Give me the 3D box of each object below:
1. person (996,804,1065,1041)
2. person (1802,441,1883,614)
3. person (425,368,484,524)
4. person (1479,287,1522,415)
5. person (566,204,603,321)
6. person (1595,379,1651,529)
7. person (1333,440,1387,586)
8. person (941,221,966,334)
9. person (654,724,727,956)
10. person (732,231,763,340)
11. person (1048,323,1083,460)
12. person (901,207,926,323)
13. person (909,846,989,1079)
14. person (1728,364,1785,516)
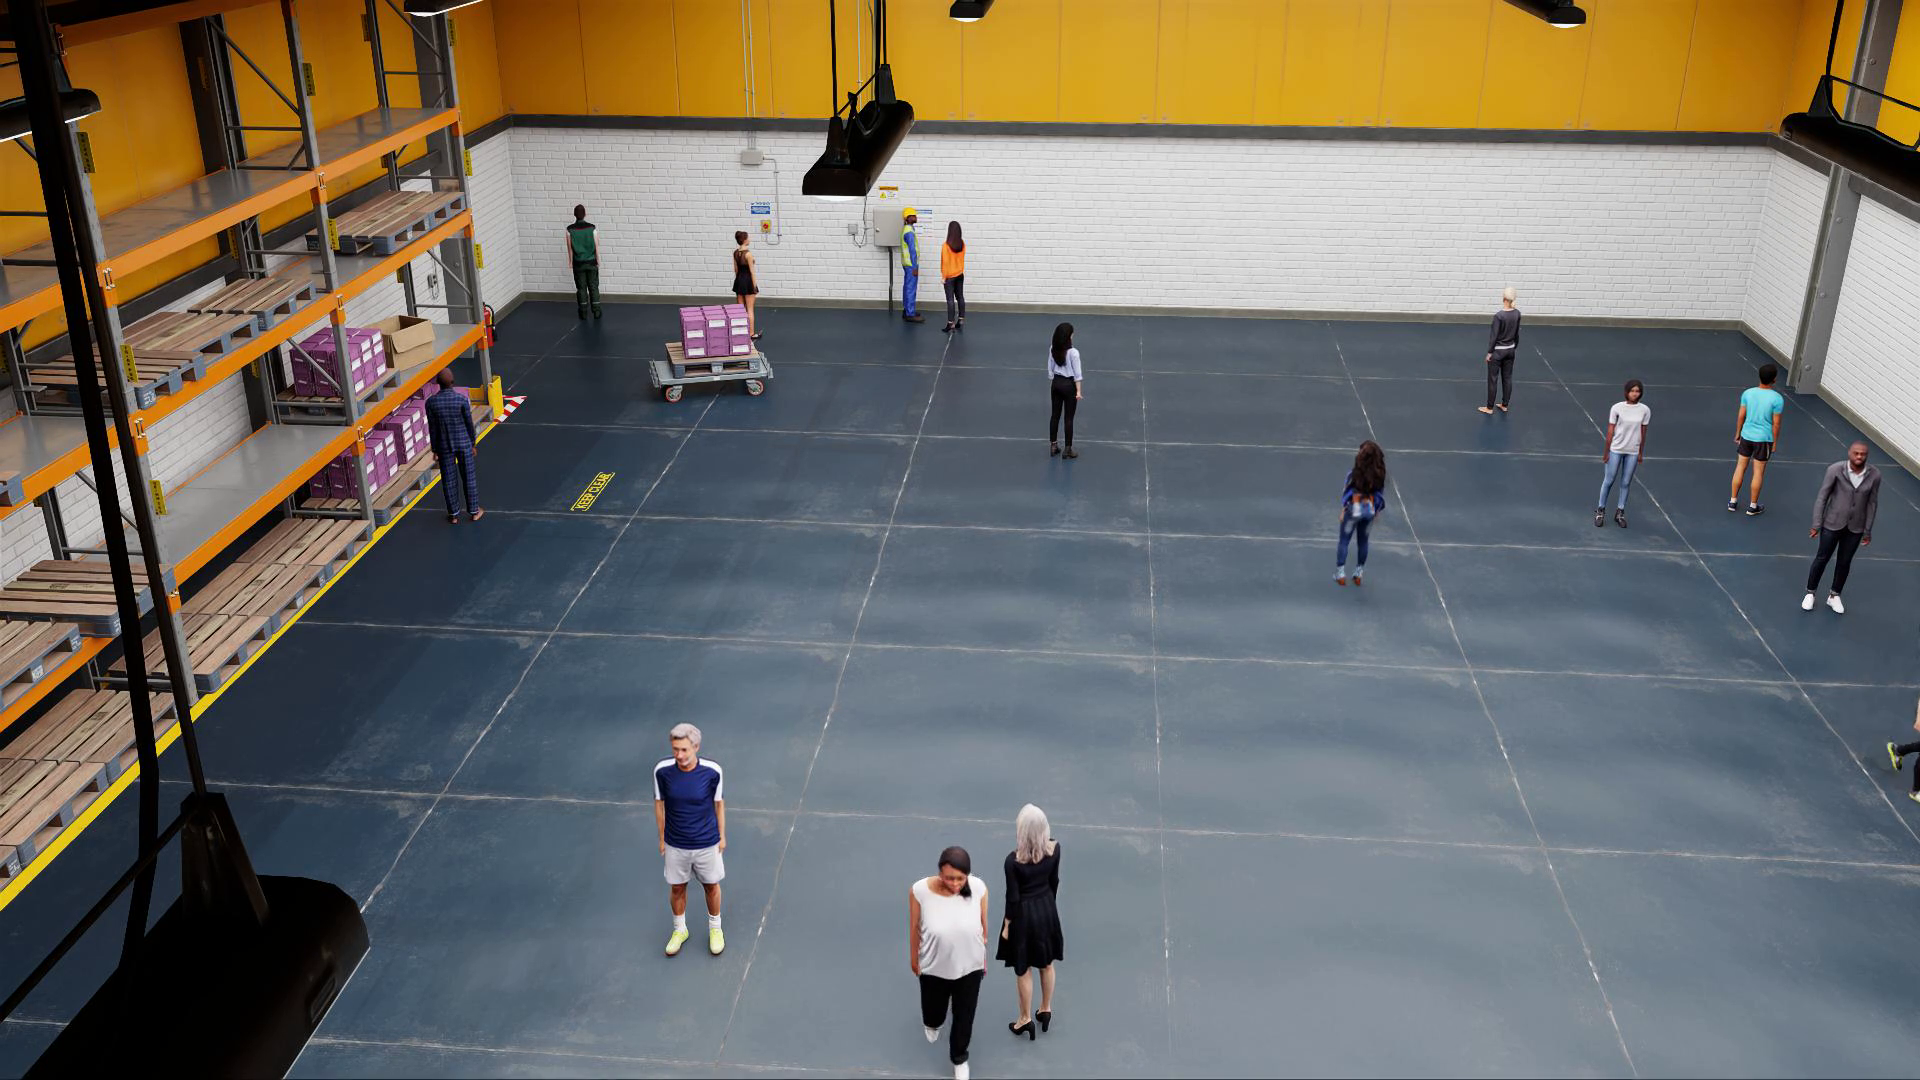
[{"bbox_3d":[0.463,2.479,10.821,0.700,1.747,0.736,-13,27,-28],"label":"person"},{"bbox_3d":[8.885,-0.147,16.742,0.767,1.816,0.642,6,24,14],"label":"person"},{"bbox_3d":[-5.739,-1.078,18.870,0.744,1.819,0.727,-7,24,-15],"label":"person"},{"bbox_3d":[7.299,-2.563,22.381,0.687,1.726,0.670,-9,25,-19],"label":"person"},{"bbox_3d":[-5.991,-4.447,26.547,0.714,1.843,0.703,-6,24,-13],"label":"person"},{"bbox_3d":[7.488,-0.986,18.784,0.584,1.719,0.527,3,24,7],"label":"person"},{"bbox_3d":[4.171,-0.268,17.264,0.701,1.621,0.664,-4,24,-9],"label":"person"},{"bbox_3d":[-0.094,-4.110,25.894,0.767,1.749,0.688,21,31,40],"label":"person"},{"bbox_3d":[-1.874,2.074,11.635,0.646,1.838,0.562,0,24,-1],"label":"person"},{"bbox_3d":[-3.311,-3.930,25.577,0.682,1.672,0.726,20,30,38],"label":"person"},{"bbox_3d":[1.297,-1.875,20.786,0.732,1.744,0.749,18,29,36],"label":"person"},{"bbox_3d":[-0.787,-4.401,26.477,0.780,1.813,0.615,-4,24,-9],"label":"person"},{"bbox_3d":[-0.056,2.635,10.562,0.736,1.670,0.862,-2,24,-5],"label":"person"},{"bbox_3d":[9.152,-1.163,19.117,0.695,1.777,0.723,20,31,38],"label":"person"}]
